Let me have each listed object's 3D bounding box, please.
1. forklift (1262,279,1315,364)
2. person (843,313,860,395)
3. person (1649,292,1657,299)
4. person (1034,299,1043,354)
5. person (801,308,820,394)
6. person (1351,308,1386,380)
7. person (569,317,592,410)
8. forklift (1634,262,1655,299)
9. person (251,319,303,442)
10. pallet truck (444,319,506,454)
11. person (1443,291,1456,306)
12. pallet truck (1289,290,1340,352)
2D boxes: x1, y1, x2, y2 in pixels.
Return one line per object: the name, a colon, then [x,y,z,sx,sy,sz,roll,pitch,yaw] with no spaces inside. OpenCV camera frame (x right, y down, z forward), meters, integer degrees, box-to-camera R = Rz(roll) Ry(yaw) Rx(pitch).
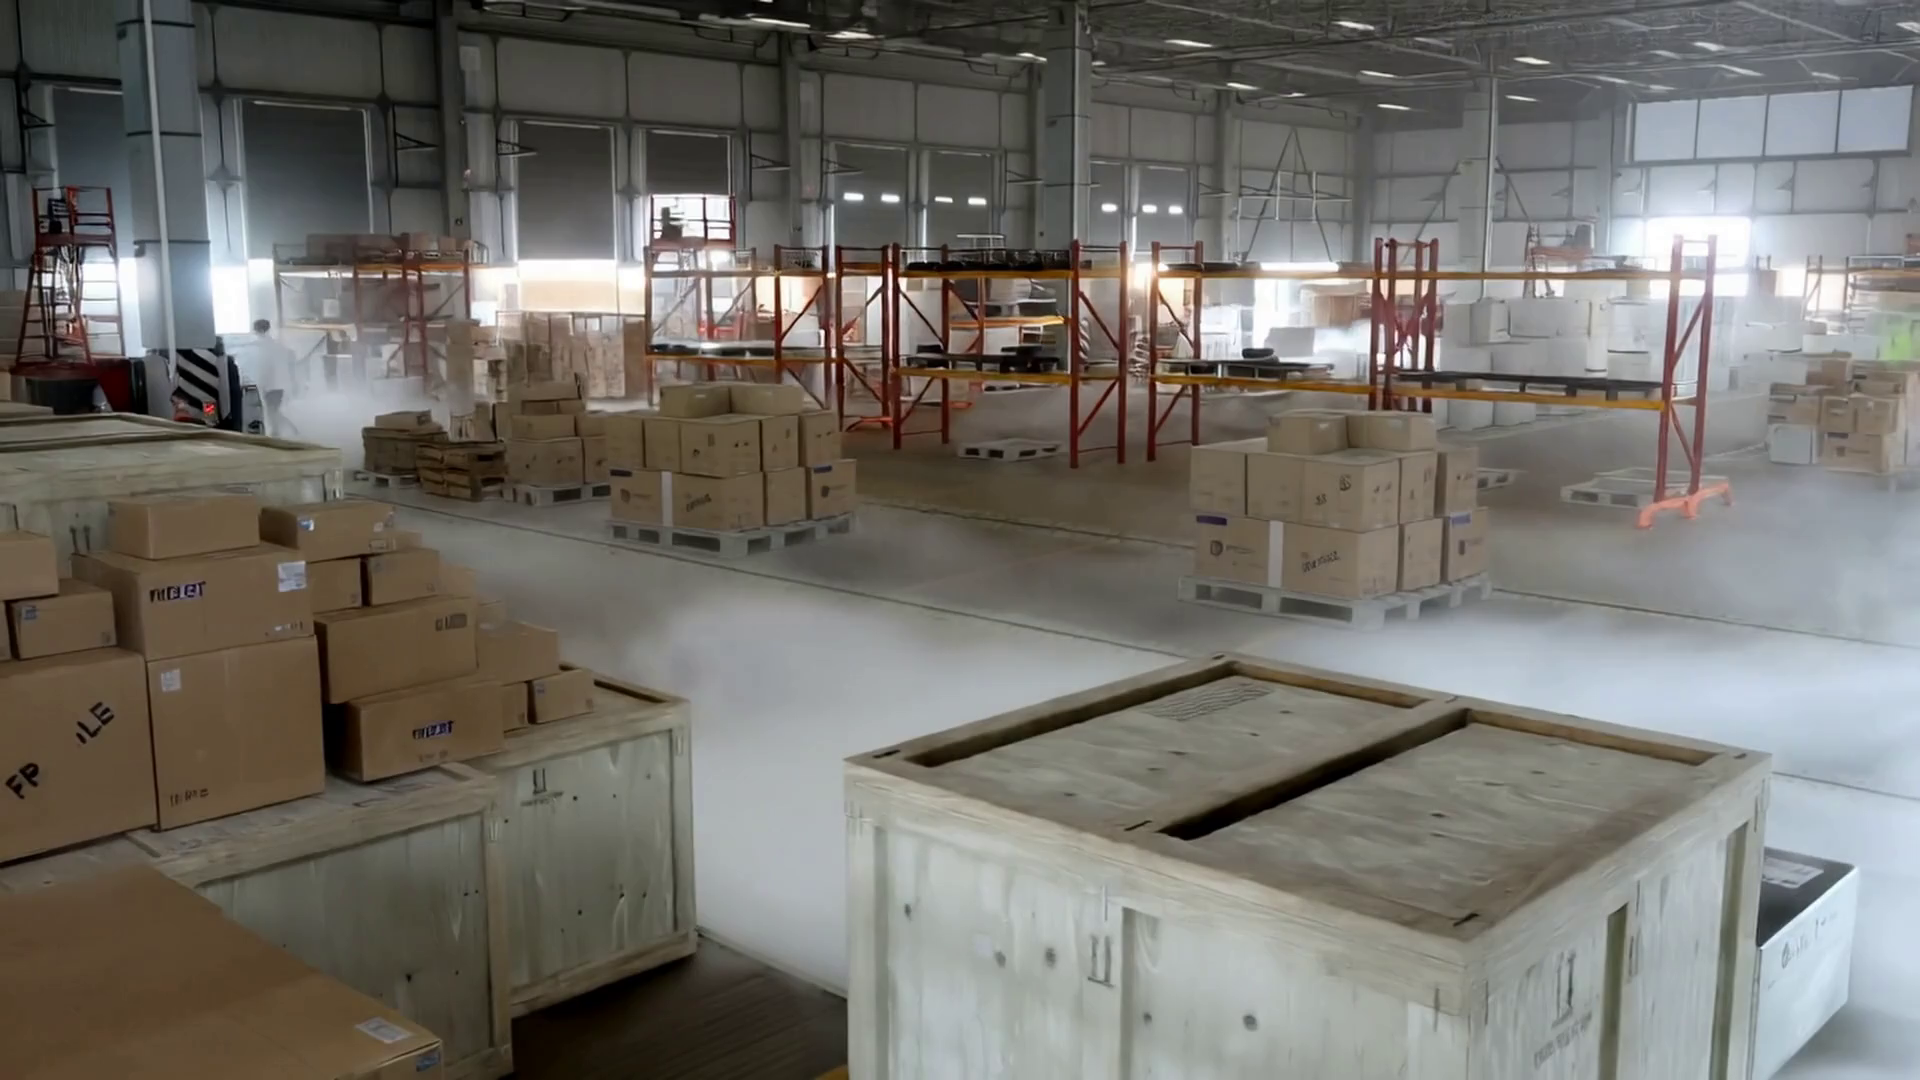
forklift: [8.555,-6.090,44.881,1.873,2.768,1.129,9,13,43]
person: [-2.271,-3.918,35.065,0.485,1.738,0.307,9,13,43]
person: [22.348,-7.074,53.883,0.624,1.915,0.565,3,10,20]
person: [2.087,-5.534,44.560,0.582,1.869,0.586,-6,11,-31]
person: [-3.242,-4.023,35.416,0.524,1.828,0.407,0,9,0]
person: [8.188,-3.686,33.272,0.650,1.887,0.848,6,11,32]
person: [-6.329,-2.799,27.818,0.519,1.865,0.328,9,13,43]
forklift: [18.540,-6.153,45.272,1.873,2.768,1.129,3,10,16]
person: [-9.740,-2.184,23.751,0.652,1.956,0.730,6,11,34]
pallet truck: [-6.981,-1.942,22.150,1.885,1.965,0.823,1,9,9]
person: [16.028,-7.140,54.200,0.627,1.940,0.372,9,13,43]
pallet truck: [11.297,-6.951,52.861,1.885,1.965,0.823,-5,11,-29]
